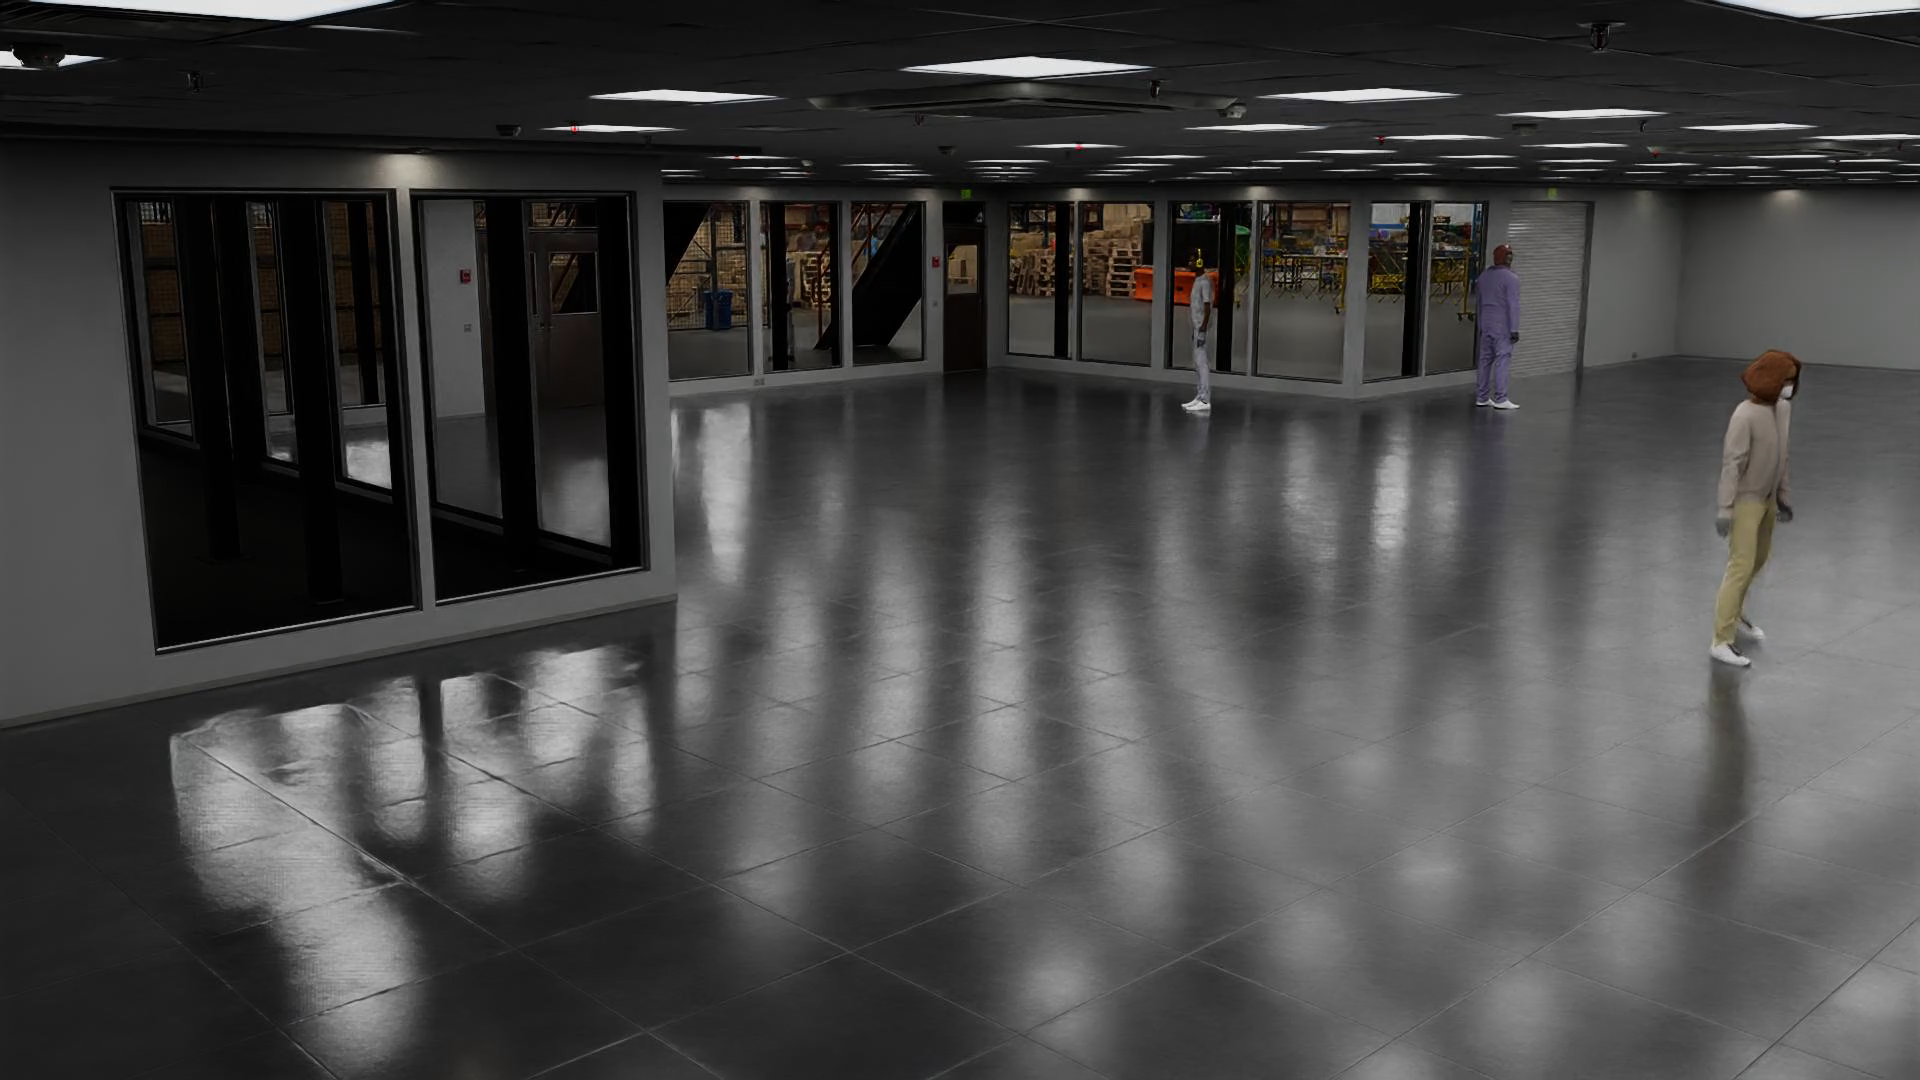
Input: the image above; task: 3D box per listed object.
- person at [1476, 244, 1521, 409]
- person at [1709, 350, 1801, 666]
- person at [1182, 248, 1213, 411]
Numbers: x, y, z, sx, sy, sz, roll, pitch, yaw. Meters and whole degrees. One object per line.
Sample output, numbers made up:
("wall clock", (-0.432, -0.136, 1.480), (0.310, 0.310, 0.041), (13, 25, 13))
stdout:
("person", (6.303, -2.486, 19.404), (0.409, 1.913, 0.645), (-5, 12, -24))
("person", (4.121, -0.185, 8.666), (0.583, 1.617, 0.397), (-9, 14, -38))
("person", (2.764, -2.426, 19.220), (0.310, 1.868, 0.533), (0, 11, 0))
